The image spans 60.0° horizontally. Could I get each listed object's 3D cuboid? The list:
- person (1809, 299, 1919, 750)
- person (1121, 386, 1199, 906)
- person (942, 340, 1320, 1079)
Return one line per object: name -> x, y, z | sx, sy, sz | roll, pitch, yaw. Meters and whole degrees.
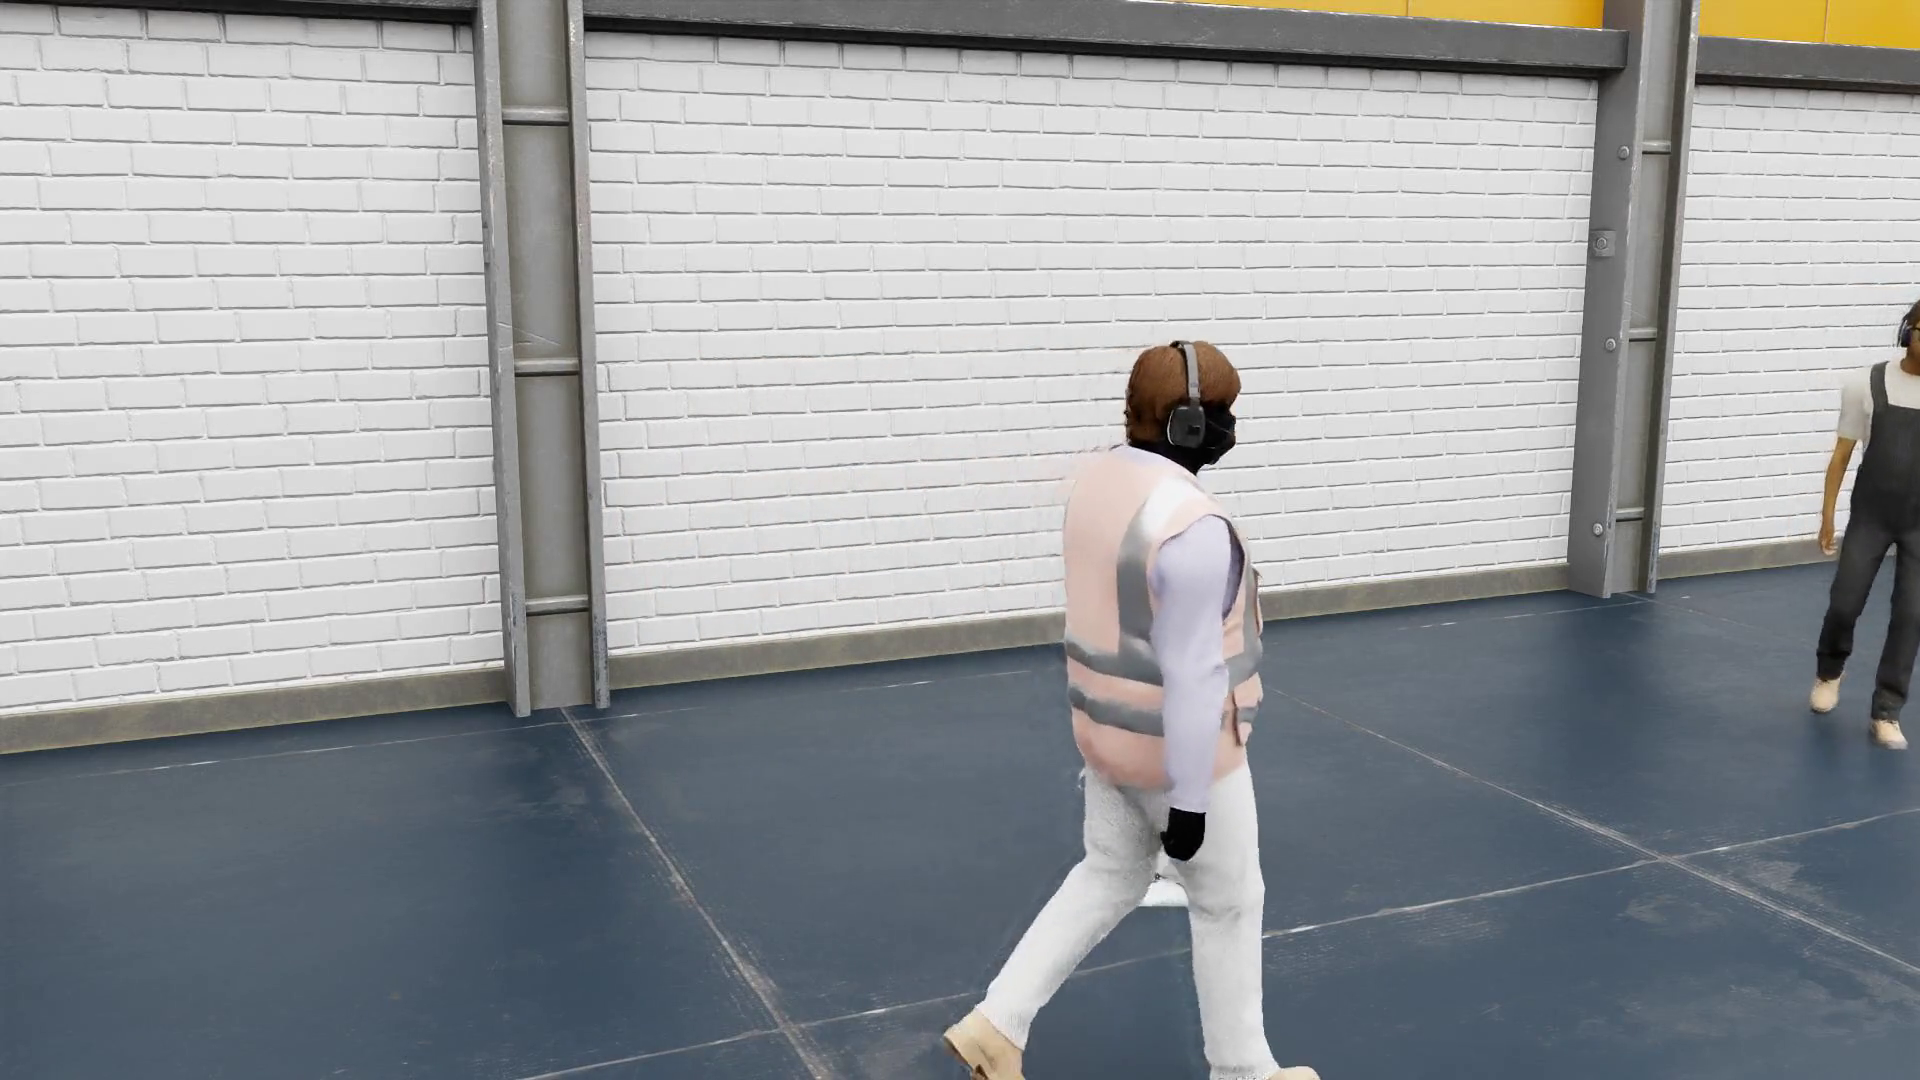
person -> 3.760, -0.083, 6.688 | 0.534, 1.821, 0.611 | 4, 11, 22
person -> 0.623, 0.304, 5.081 | 0.281, 1.624, 0.494 | 1, 10, 3
person -> 0.402, 0.456, 3.731 | 0.833, 1.813, 0.626 | -4, 11, -22
